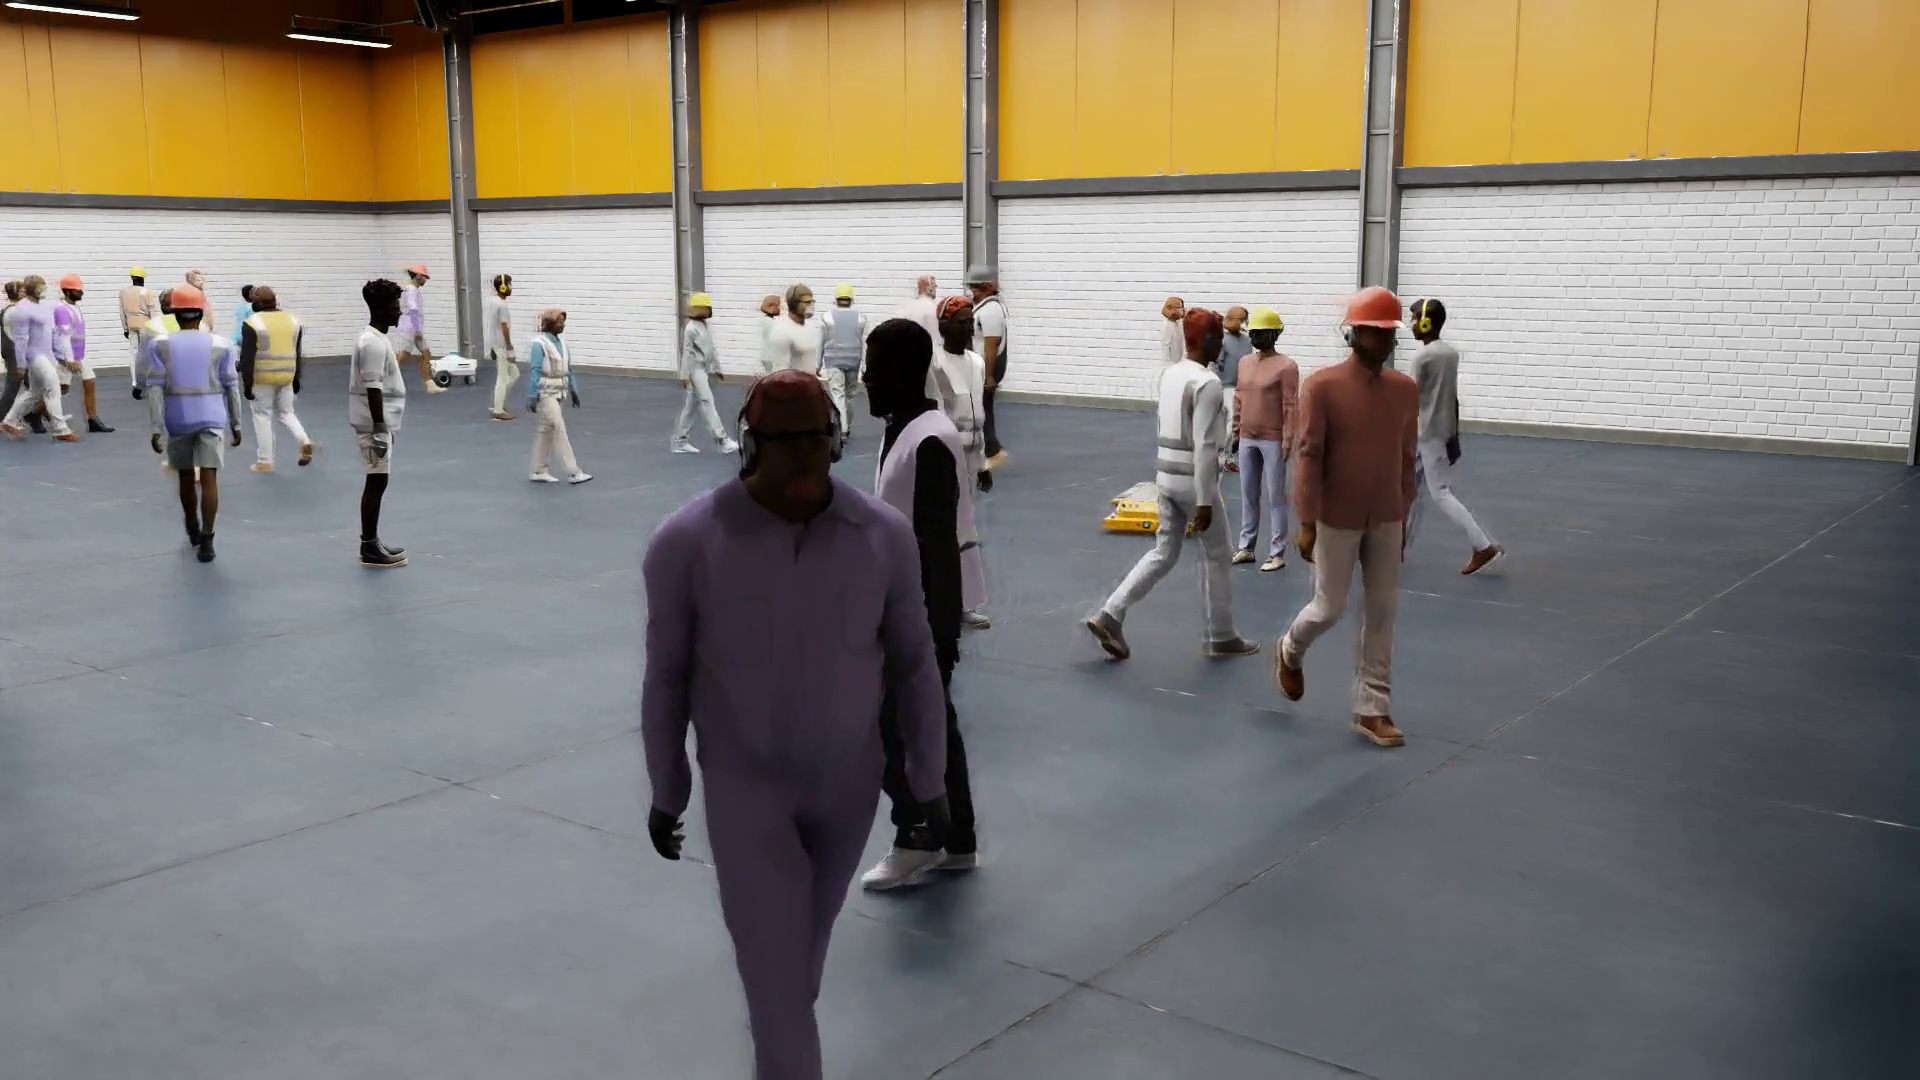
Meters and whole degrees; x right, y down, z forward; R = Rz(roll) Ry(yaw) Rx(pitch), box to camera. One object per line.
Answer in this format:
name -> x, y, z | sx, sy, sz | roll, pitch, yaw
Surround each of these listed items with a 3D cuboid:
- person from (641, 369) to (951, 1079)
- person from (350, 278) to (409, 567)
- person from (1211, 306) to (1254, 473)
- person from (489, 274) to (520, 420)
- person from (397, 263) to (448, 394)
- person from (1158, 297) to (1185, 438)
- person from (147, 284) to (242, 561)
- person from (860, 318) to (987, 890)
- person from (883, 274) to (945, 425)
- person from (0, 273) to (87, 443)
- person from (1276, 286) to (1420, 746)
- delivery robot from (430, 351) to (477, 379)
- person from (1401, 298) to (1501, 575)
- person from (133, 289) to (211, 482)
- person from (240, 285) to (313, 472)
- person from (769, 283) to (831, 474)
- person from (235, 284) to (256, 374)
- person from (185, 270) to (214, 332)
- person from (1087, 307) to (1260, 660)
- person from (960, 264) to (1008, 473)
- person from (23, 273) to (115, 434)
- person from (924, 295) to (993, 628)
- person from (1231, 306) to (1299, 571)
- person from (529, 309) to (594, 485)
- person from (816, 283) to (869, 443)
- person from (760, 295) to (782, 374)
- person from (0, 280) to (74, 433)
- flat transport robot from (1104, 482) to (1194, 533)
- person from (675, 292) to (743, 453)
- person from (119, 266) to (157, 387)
person -> -0.350, 0.544, 3.774 | 0.671, 1.850, 0.983 | -4, 11, -23
person -> -3.935, -0.793, 11.299 | 0.395, 1.953, 0.620 | -3, 10, -19
person -> 2.643, -1.438, 16.014 | 0.508, 1.619, 0.387 | -9, 13, -41
person -> -5.799, -2.444, 21.161 | 0.419, 1.854, 0.539 | -4, 11, -22
person -> -8.353, -3.189, 25.149 | 0.992, 1.983, 0.712 | -2, 10, -9
person -> 2.400, -1.928, 18.813 | 0.270, 1.632, 0.508 | 4, 11, 23
person -> -5.364, -0.838, 11.699 | 0.572, 1.890, 0.981 | -4, 10, -21
person -> -0.184, 0.218, 5.547 | 0.586, 1.895, 0.618 | -2, 10, -10
person -> -0.454, -2.139, 19.330 | 0.822, 1.883, 0.650 | -5, 11, -28
person -> -10.384, -2.026, 18.616 | 0.939, 1.908, 0.631 | -2, 10, -9
person -> 1.718, -0.126, 7.324 | 0.626, 1.978, 0.747 | -3, 10, -18
delivery robot -> -8.136, -2.789, 26.688 | 0.707, 0.478, 0.477 | -6, 12, -33
person -> 3.170, -0.685, 11.039 | 0.951, 1.825, 0.561 | 8, 13, 40
person -> -7.300, -1.431, 15.492 | 0.989, 1.793, 0.636 | 8, 12, 38
person -> -6.610, -1.545, 16.053 | 0.608, 1.817, 0.641 | 6, 11, 31
person -> -1.358, -1.099, 13.256 | 1.017, 1.897, 0.649 | 4, 10, 22
person -> -10.817, -3.026, 25.120 | 0.573, 1.665, 0.694 | 8, 13, 40
person -> -10.728, -2.834, 23.422 | 0.464, 1.916, 0.677 | 0, 10, -2
person -> 1.117, -0.277, 8.602 | 0.902, 1.855, 0.580 | -4, 10, -21
person -> 0.179, -1.638, 15.941 | 0.536, 2.000, 0.693 | 0, 10, -2
person -> -10.566, -2.183, 19.565 | 0.907, 1.904, 0.560 | -1, 10, -5
person -> -0.039, -0.412, 9.261 | 0.354, 1.883, 0.572 | 8, 12, 38
person -> 2.024, -0.677, 11.146 | 0.314, 1.769, 0.523 | -8, 13, -40
person -> -3.638, -1.299, 15.218 | 0.785, 1.603, 0.549 | 3, 10, 16
person -> -1.320, -1.995, 18.751 | 0.584, 1.793, 0.923 | -3, 10, -16
person -> -2.275, -2.187, 20.359 | 0.346, 1.617, 0.519 | -2, 10, -13
person -> -11.124, -2.185, 19.824 | 0.890, 1.796, 0.524 | -8, 12, -38
flat transport robot -> 1.615, -0.270, 13.123 | 0.652, 0.197, 1.431 | 3, 10, 18
person -> -2.656, -1.753, 17.587 | 0.890, 1.701, 0.503 | 2, 10, 10
person -> -13.032, -3.388, 26.457 | 0.595, 1.925, 0.371 | 1, 10, 7
